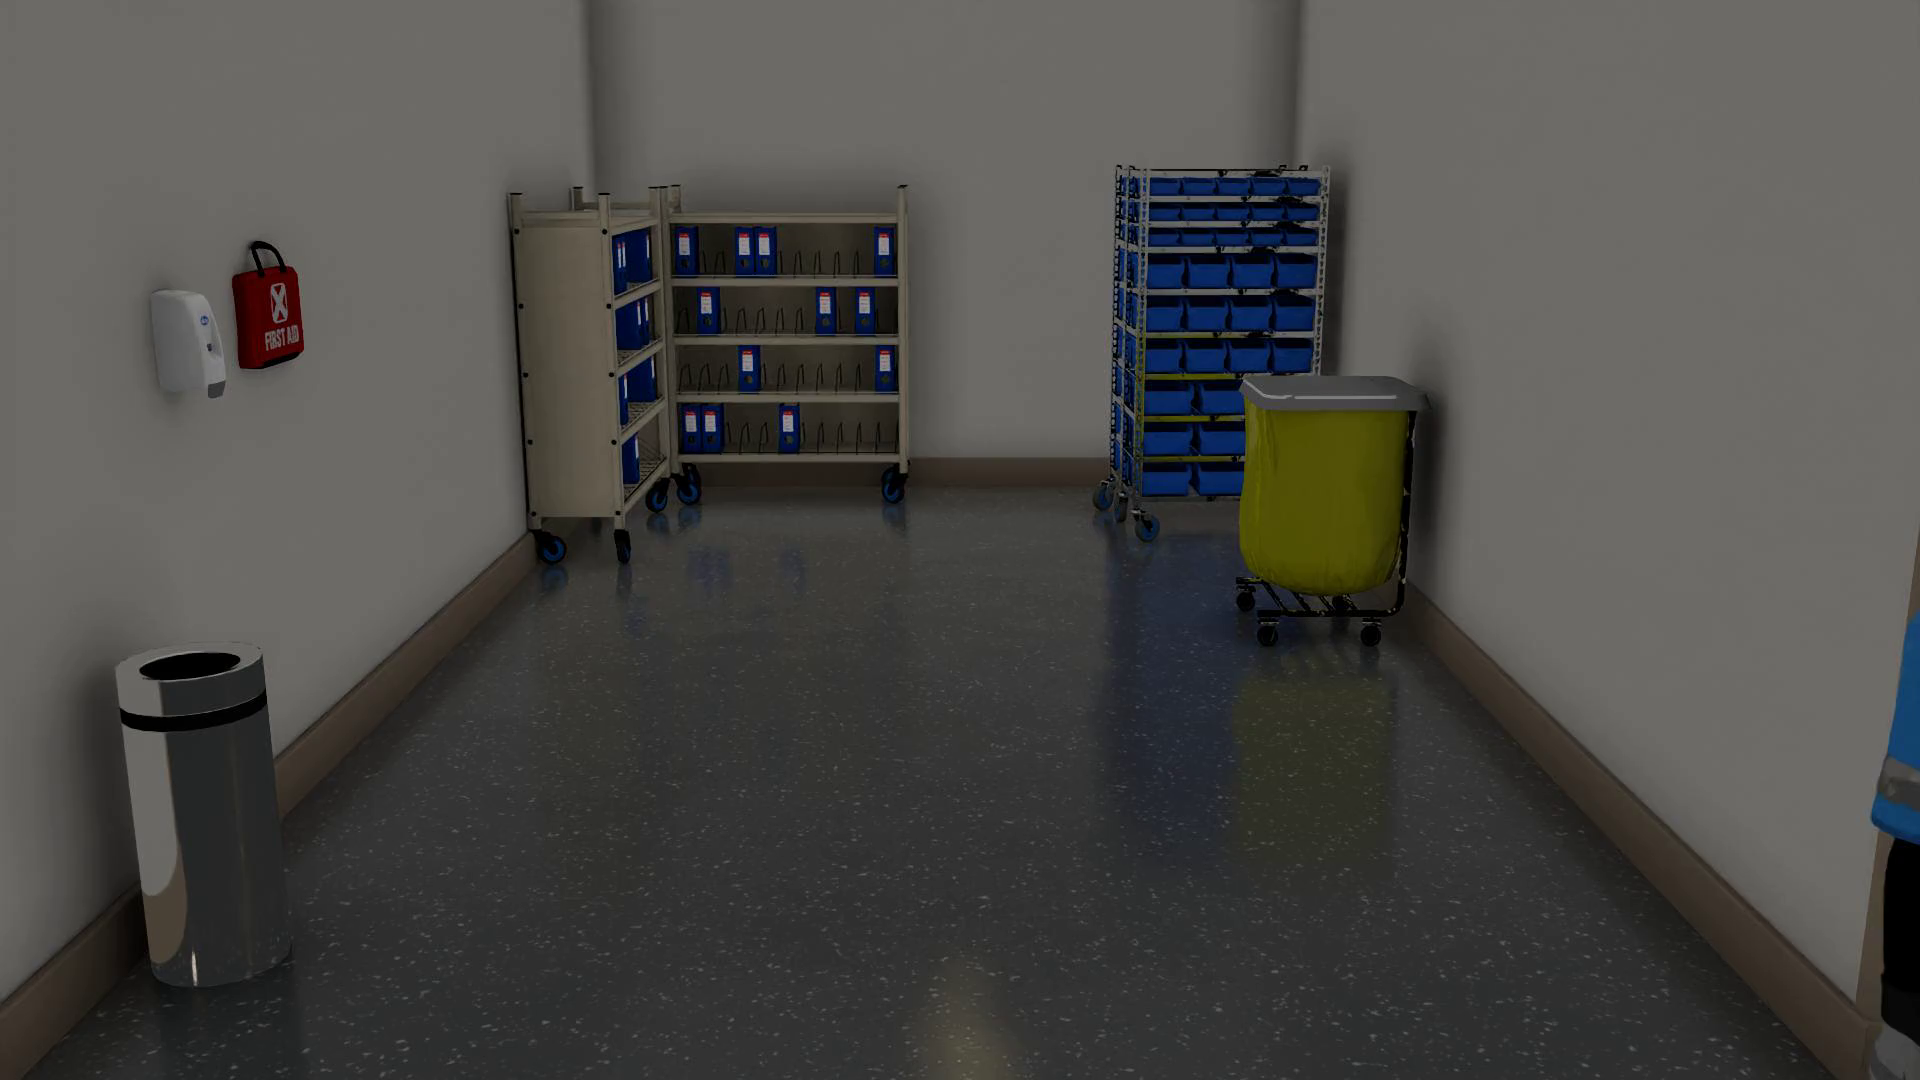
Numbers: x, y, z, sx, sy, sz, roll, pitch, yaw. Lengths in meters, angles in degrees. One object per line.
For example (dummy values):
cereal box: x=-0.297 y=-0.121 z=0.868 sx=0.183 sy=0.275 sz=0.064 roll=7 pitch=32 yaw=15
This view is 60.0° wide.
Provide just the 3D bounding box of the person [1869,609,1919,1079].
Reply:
person: x=1.301 y=0.574 z=1.888 sx=0.527 sy=1.690 sz=0.318 roll=4 pitch=14 yaw=18
